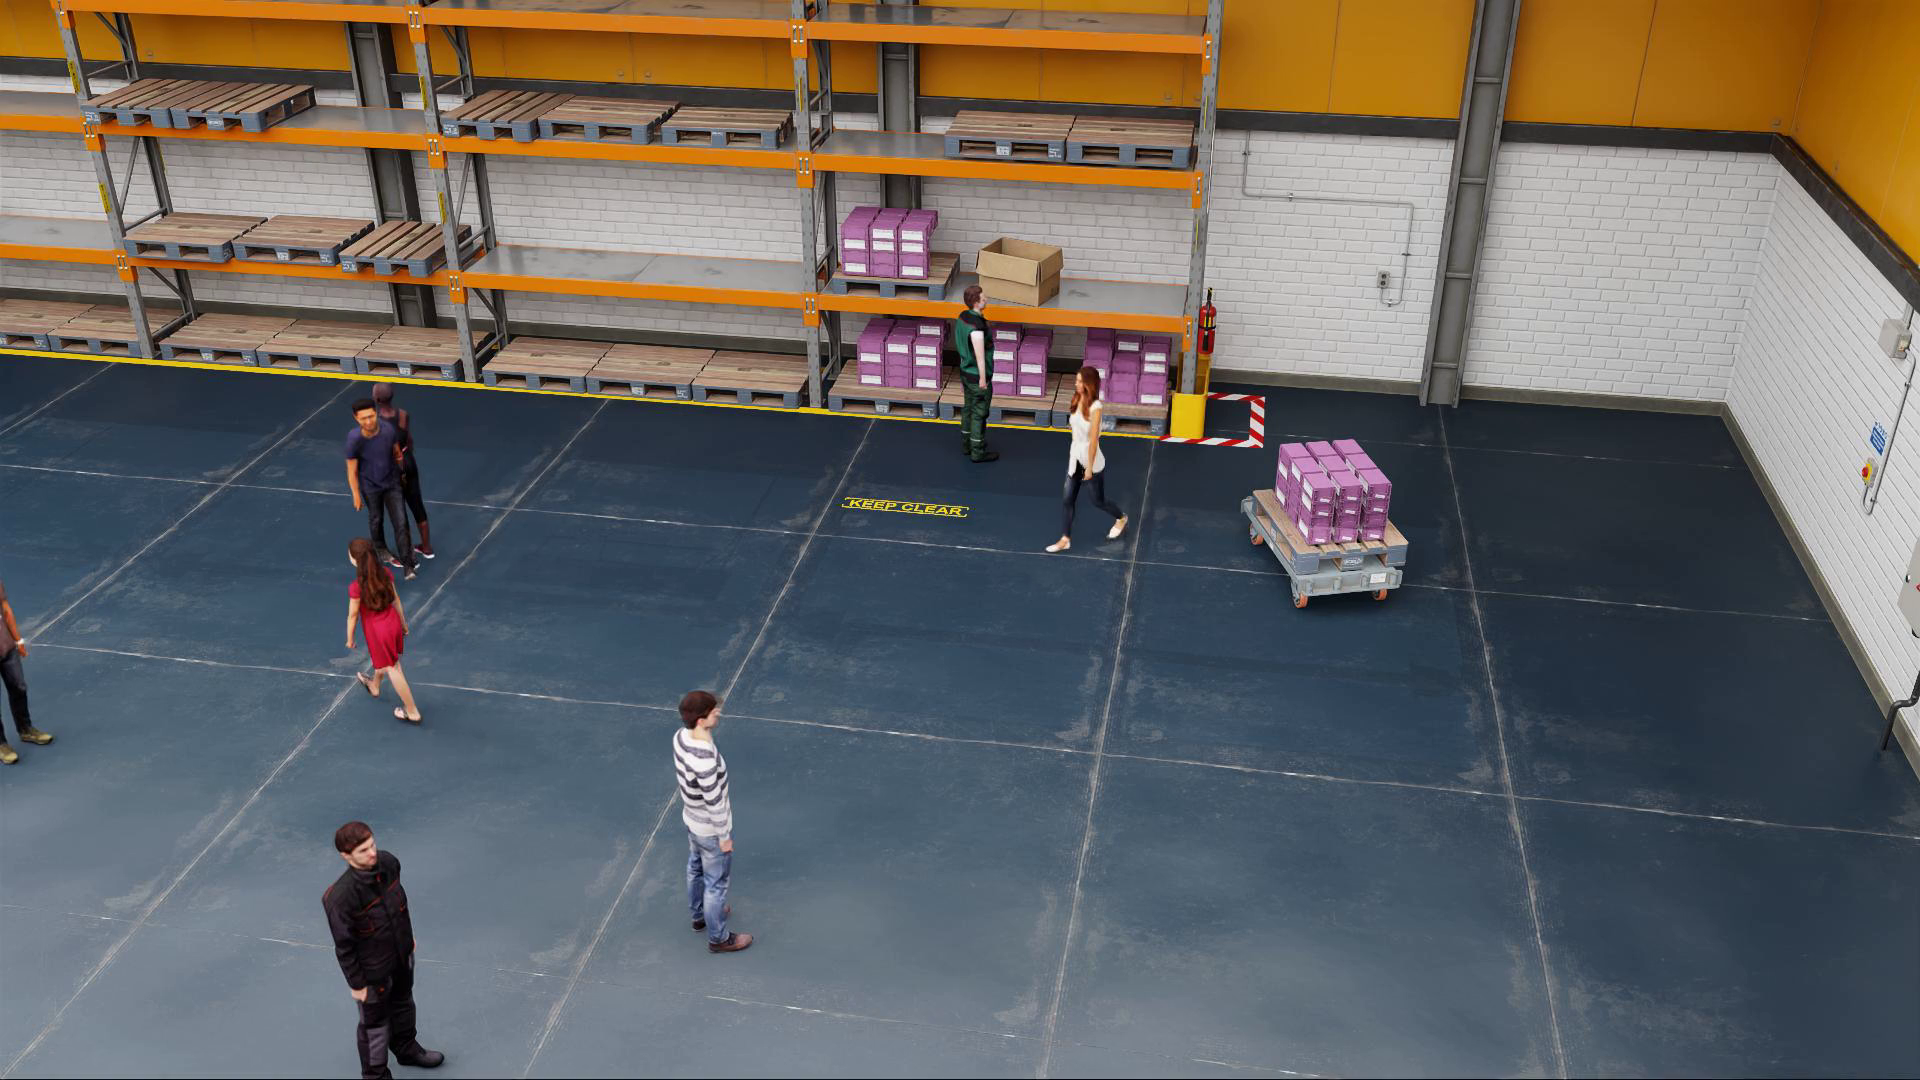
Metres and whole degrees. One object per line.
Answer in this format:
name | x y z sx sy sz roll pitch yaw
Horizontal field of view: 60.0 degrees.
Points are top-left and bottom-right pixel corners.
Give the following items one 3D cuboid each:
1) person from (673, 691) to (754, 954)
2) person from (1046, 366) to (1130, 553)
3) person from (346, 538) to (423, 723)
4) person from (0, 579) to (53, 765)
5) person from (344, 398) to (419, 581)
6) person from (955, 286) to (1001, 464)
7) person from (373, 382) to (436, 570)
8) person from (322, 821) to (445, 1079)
person | -1.584 1.741 10.349 0.759 1.852 0.719 -16 32 -26
person | 1.224 -0.715 14.954 1.131 1.754 1.041 -17 33 -28
person | -4.328 0.712 12.586 1.060 1.517 0.801 17 33 28
person | -7.108 0.802 12.152 0.666 1.774 0.691 16 33 27
person | -5.108 -0.501 14.598 1.124 1.720 1.173 -19 34 -31
person | 0.164 -1.674 16.619 0.775 1.843 0.744 -12 31 -21
person | -4.958 -0.584 14.710 0.672 1.758 0.663 18 33 29
person | -3.254 2.327 9.290 0.627 1.838 0.754 10 30 17
